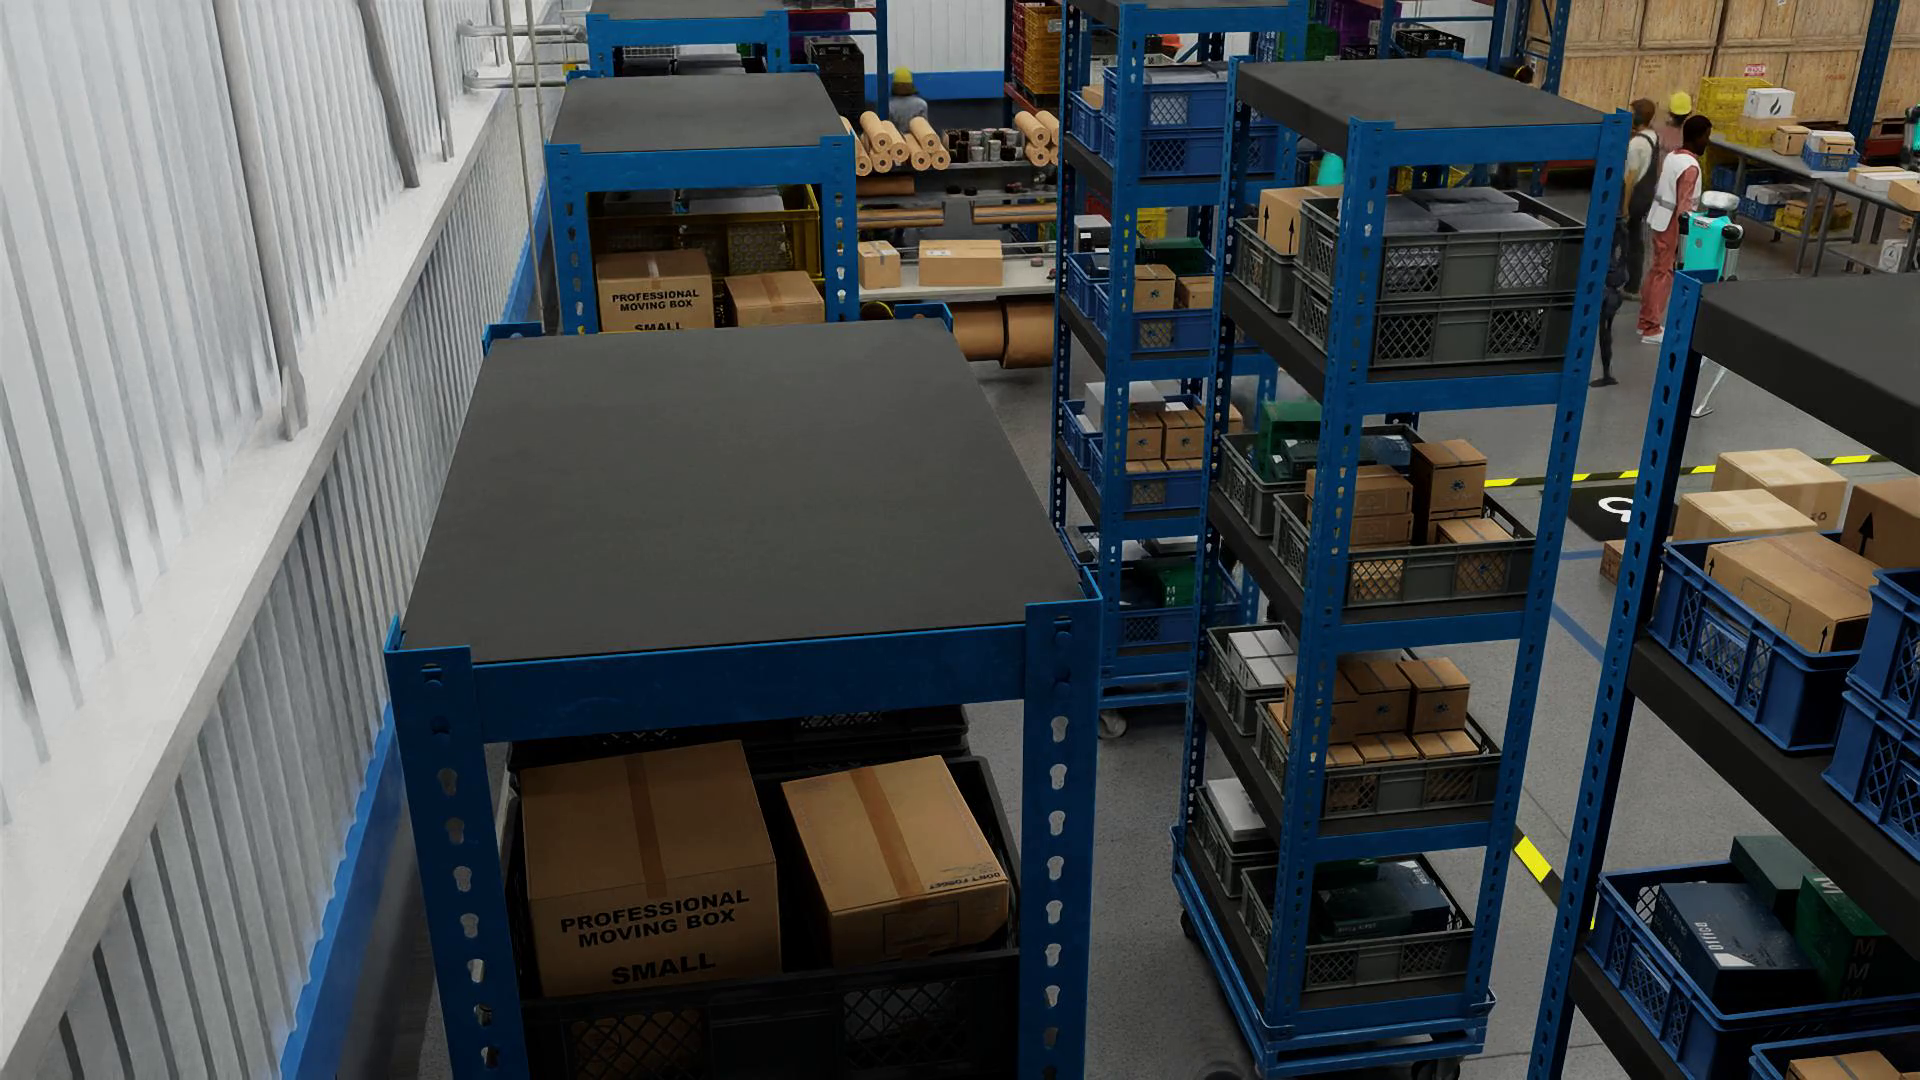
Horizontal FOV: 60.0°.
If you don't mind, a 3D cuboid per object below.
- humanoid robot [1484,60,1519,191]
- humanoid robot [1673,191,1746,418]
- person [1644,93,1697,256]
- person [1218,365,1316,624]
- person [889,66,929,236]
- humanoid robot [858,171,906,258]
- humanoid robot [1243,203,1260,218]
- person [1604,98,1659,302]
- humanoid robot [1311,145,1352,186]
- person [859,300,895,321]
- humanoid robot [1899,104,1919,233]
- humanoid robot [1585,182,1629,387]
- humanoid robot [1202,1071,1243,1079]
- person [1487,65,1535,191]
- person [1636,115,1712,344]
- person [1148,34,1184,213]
[{"bbox_3d":[5.914,-4.454,18.338,0.762,1.628,0.605,-1,25,-2],"label":"humanoid robot"},{"bbox_3d":[5.558,-1.740,12.162,0.735,1.678,0.533,-11,27,-23],"label":"humanoid robot"},{"bbox_3d":[6.891,-3.538,16.262,0.575,1.704,0.896,0,25,0],"label":"person"},{"bbox_3d":[1.692,-0.396,9.327,0.595,1.796,0.979,-2,25,-5],"label":"person"},{"bbox_3d":[-0.570,-4.029,17.293,0.497,1.741,0.305,-6,25,-12],"label":"person"},{"bbox_3d":[-0.647,-2.336,13.756,0.790,1.625,0.614,-18,30,-34],"label":"humanoid robot"},{"bbox_3d":[2.417,-2.078,13.113,0.599,1.657,0.315,16,29,31],"label":"humanoid robot"},{"bbox_3d":[6.074,-3.081,15.134,0.507,1.829,0.570,-21,32,-37],"label":"person"},{"bbox_3d":[2.951,-2.663,14.343,0.803,1.792,0.530,-9,26,-18],"label":"humanoid robot"},{"bbox_3d":[-0.473,-0.437,9.329,0.509,1.876,0.329,7,26,15],"label":"person"},{"bbox_3d":[9.360,-3.353,15.948,0.548,1.875,0.842,-8,26,-16],"label":"humanoid robot"},{"bbox_3d":[4.916,-1.972,12.921,0.688,1.640,0.603,-7,26,-15],"label":"humanoid robot"},{"bbox_3d":[0.648,2.024,4.218,0.599,1.649,0.357,-2,25,-4],"label":"humanoid robot"},{"bbox_3d":[5.459,-3.857,16.806,0.540,1.843,0.721,-15,29,-30],"label":"person"},{"bbox_3d":[5.992,-2.605,14.001,0.399,1.911,0.585,3,25,7],"label":"person"},{"bbox_3d":[2.171,-4.520,18.032,0.442,2.030,0.620,22,33,39],"label":"person"}]
